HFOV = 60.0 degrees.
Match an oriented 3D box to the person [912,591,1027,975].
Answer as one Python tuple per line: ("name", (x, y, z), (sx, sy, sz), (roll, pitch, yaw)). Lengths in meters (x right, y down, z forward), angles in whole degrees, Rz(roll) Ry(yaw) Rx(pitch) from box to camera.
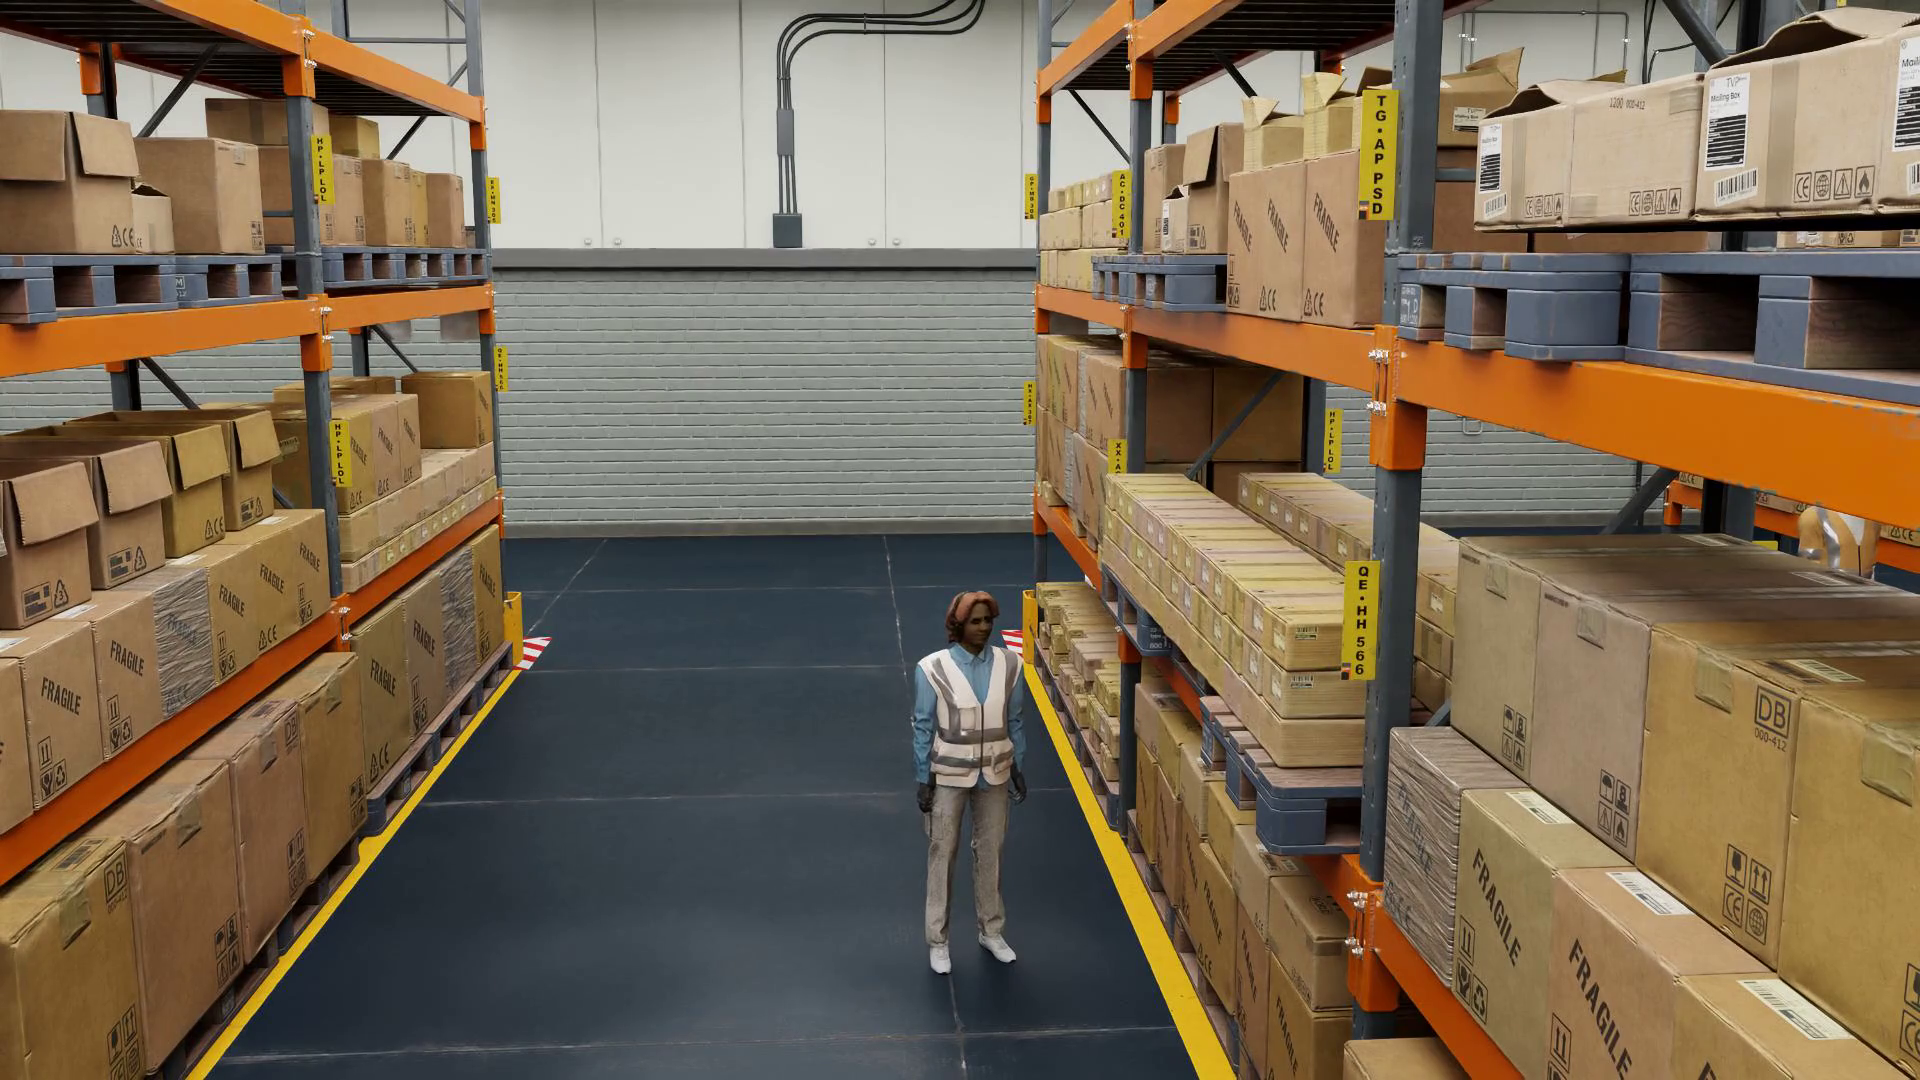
("person", (0.041, 1.020, 7.108), (0.522, 1.639, 0.309), (-4, 10, -22))

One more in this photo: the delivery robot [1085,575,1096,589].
("delivery robot", (1.359, 0.408, 13.637), (0.477, 0.478, 0.707), (-9, 13, -42))

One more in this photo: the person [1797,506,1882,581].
("person", (5.197, 0.411, 9.832), (0.545, 1.938, 0.361), (-3, 10, -17))
